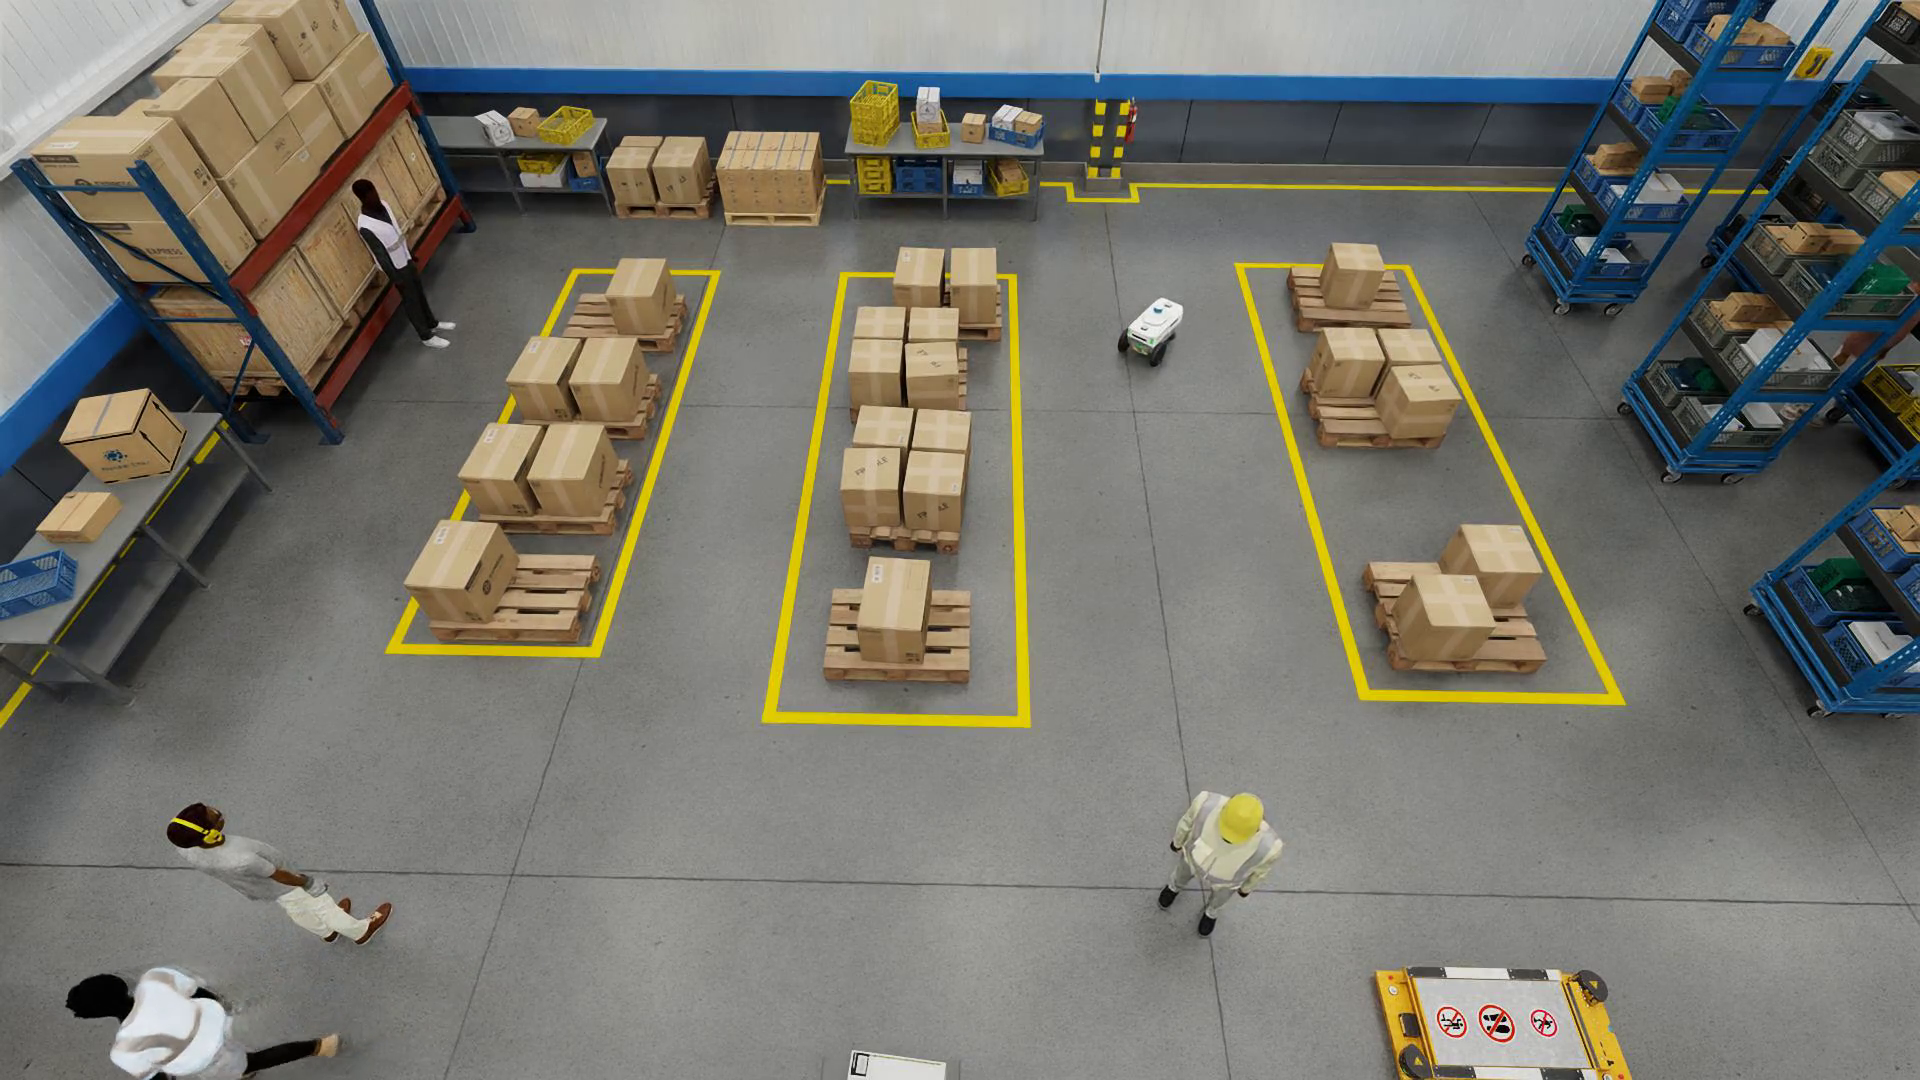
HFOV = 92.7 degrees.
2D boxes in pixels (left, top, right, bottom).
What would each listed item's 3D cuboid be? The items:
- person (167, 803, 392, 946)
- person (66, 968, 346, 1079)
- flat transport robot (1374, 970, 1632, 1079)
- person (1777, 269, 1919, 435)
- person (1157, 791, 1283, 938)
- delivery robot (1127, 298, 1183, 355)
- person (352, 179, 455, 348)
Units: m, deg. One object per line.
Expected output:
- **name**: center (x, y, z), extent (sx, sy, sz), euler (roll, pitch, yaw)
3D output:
- **person**: center (-4.262, 2.111, 5.725), extent (0.519, 1.868, 0.328), euler (7, 51, 5)
- **person**: center (-4.318, 2.827, 5.269), extent (0.818, 1.660, 0.527), euler (-16, 53, -13)
- **flat transport robot**: center (3.501, 3.133, 5.914), extent (1.431, 0.197, 0.652), euler (1, 51, 1)
- **person**: center (8.796, -1.872, 8.890), extent (0.611, 1.995, 0.375), euler (-13, 52, -10)
- **person**: center (1.608, 2.036, 5.813), extent (0.589, 1.824, 0.403), euler (32, 57, 23)
- **delivery robot**: center (2.172, -2.399, 10.184), extent (0.477, 0.478, 0.707), euler (32, 58, 23)
- **person**: center (-6.014, -2.956, 9.824), extent (0.383, 1.916, 0.591), euler (-5, 51, -4)
